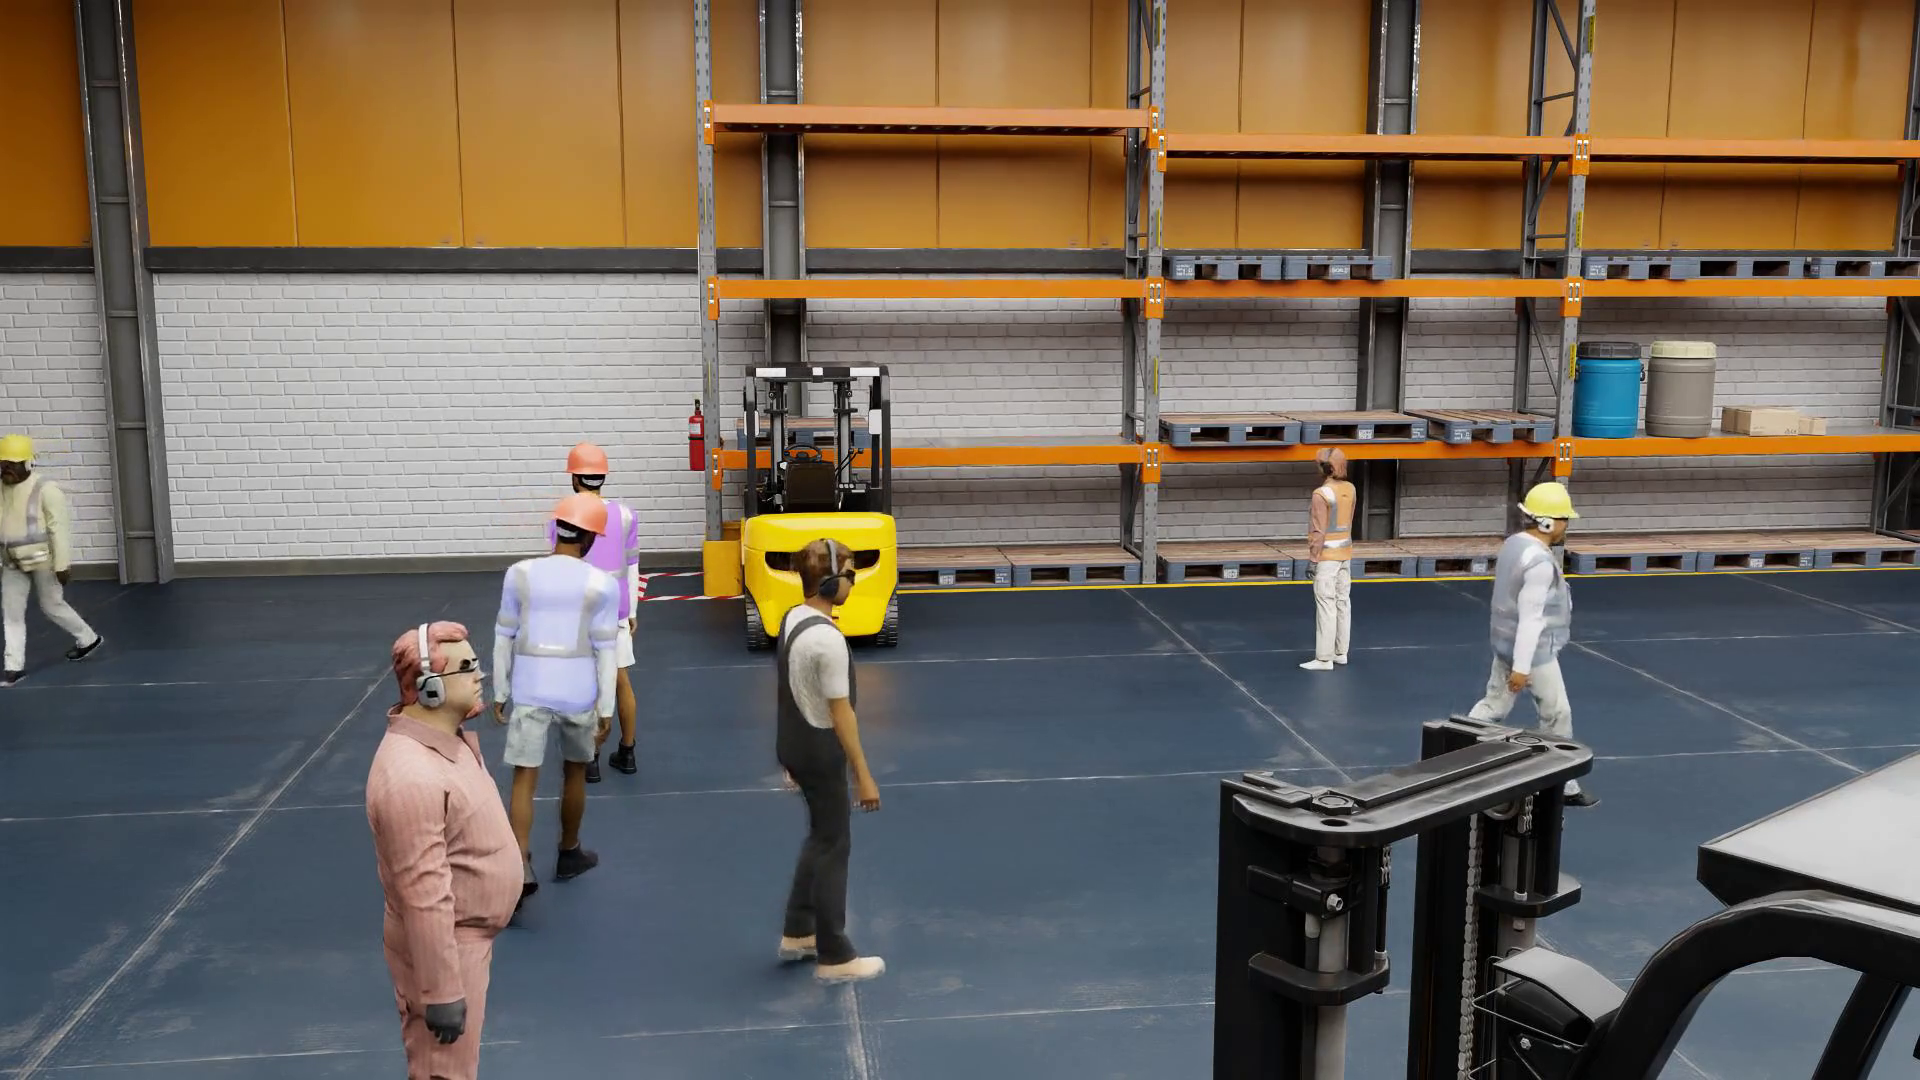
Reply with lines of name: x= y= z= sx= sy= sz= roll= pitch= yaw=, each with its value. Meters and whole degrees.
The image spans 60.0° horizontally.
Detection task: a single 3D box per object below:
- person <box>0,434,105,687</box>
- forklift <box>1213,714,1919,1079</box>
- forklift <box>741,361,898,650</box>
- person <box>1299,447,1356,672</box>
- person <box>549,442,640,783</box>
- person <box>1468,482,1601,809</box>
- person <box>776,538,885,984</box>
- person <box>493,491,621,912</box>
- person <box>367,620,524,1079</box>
person: x=-6.587 y=0.104 z=11.902 sx=0.627 sy=1.787 sz=0.827 roll=2 pitch=9 yaw=11
forklift: x=1.441 y=1.425 z=2.350 sx=1.214 sy=2.155 sz=2.313 roll=-7 pitch=12 yaw=-39
forklift: x=-1.154 y=-0.340 z=13.365 sx=1.214 sy=2.155 sz=2.313 roll=-1 pitch=9 yaw=-7
person: x=2.695 y=0.138 z=12.105 sx=0.308 sy=1.643 sz=0.511 roll=8 pitch=12 yaw=41
person: x=-2.086 y=0.411 z=9.473 sx=0.543 sy=1.939 sz=0.362 roll=-8 pitch=12 yaw=-40
person: x=2.996 y=0.568 z=8.976 sx=0.892 sy=1.794 sz=0.588 roll=0 pitch=9 yaw=-1
person: x=-0.530 y=0.903 z=6.722 sx=0.405 sy=1.842 sz=0.519 roll=-4 pitch=10 yaw=-22
person: x=-1.868 y=0.739 z=7.630 sx=0.616 sy=1.888 sz=0.836 roll=0 pitch=9 yaw=-3
person: x=-1.460 y=1.175 z=4.795 sx=0.408 sy=1.913 sz=0.641 roll=-2 pitch=9 yaw=-14
